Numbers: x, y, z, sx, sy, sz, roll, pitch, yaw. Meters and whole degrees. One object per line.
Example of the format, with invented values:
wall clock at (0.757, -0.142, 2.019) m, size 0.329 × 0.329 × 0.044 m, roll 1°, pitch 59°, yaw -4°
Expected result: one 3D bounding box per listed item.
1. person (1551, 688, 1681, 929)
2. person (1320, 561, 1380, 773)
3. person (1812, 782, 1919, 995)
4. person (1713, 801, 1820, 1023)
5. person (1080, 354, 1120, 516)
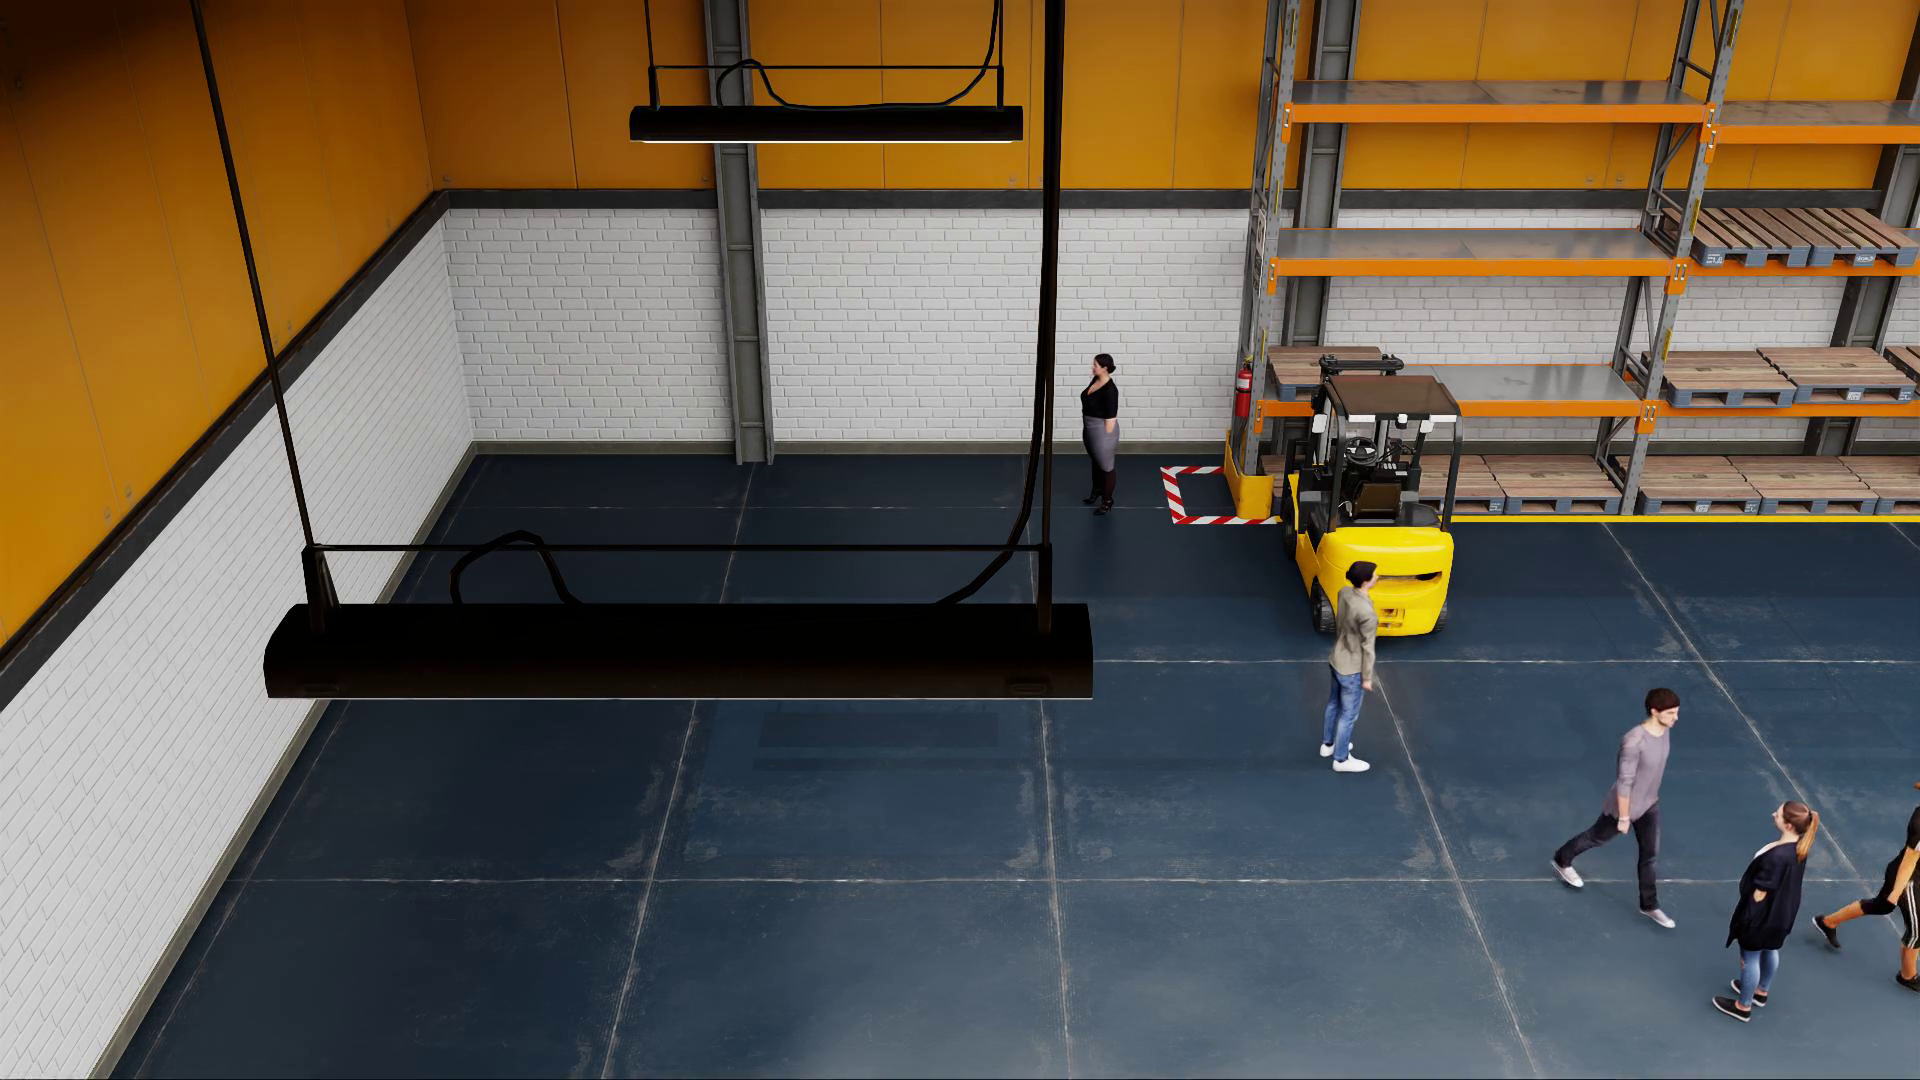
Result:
person at (4.673, 1.813, 11.784) m, size 1.223 × 1.804 × 1.193 m, roll -20°, pitch 34°, yaw -32°
person at (3.098, 0.988, 13.235) m, size 0.665 × 1.864 × 0.749 m, roll -6°, pitch 29°, yaw -11°
person at (6.290, 2.241, 11.173) m, size 1.142 × 1.638 × 0.983 m, roll 18°, pitch 34°, yaw 30°
person at (5.280, 2.405, 10.826) m, size 0.687 × 1.683 × 0.776 m, roll -20°, pitch 34°, yaw -32°
person at (1.467, -1.110, 17.190) m, size 0.718 × 1.760 × 0.744 m, roll -8°, pitch 30°, yaw -15°
